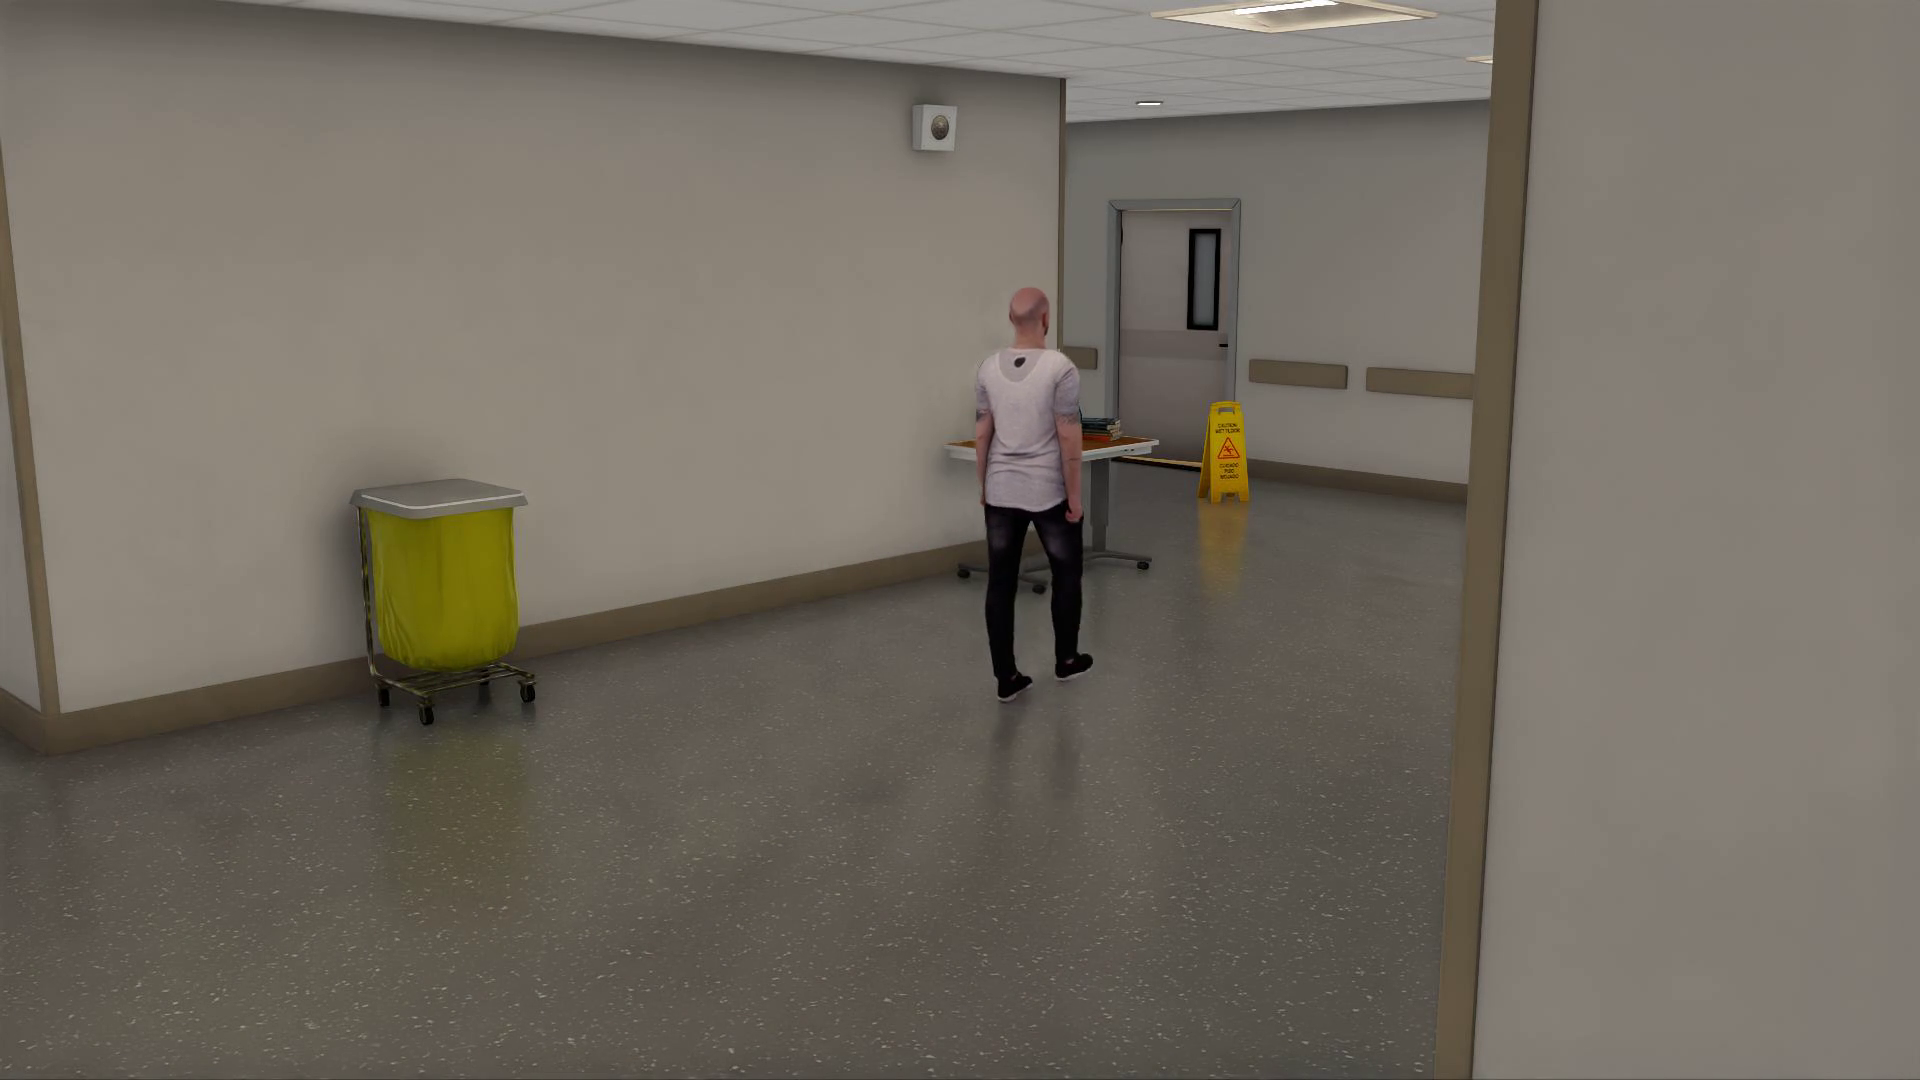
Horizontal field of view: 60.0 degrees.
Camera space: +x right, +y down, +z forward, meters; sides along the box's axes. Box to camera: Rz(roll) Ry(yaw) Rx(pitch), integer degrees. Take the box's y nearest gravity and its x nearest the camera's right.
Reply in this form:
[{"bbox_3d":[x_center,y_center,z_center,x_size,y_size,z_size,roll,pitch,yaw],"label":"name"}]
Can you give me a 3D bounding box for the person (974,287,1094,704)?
[{"bbox_3d":[0.269,-0.175,7.280,0.930,1.815,0.932,5,12,23],"label":"person"}]
